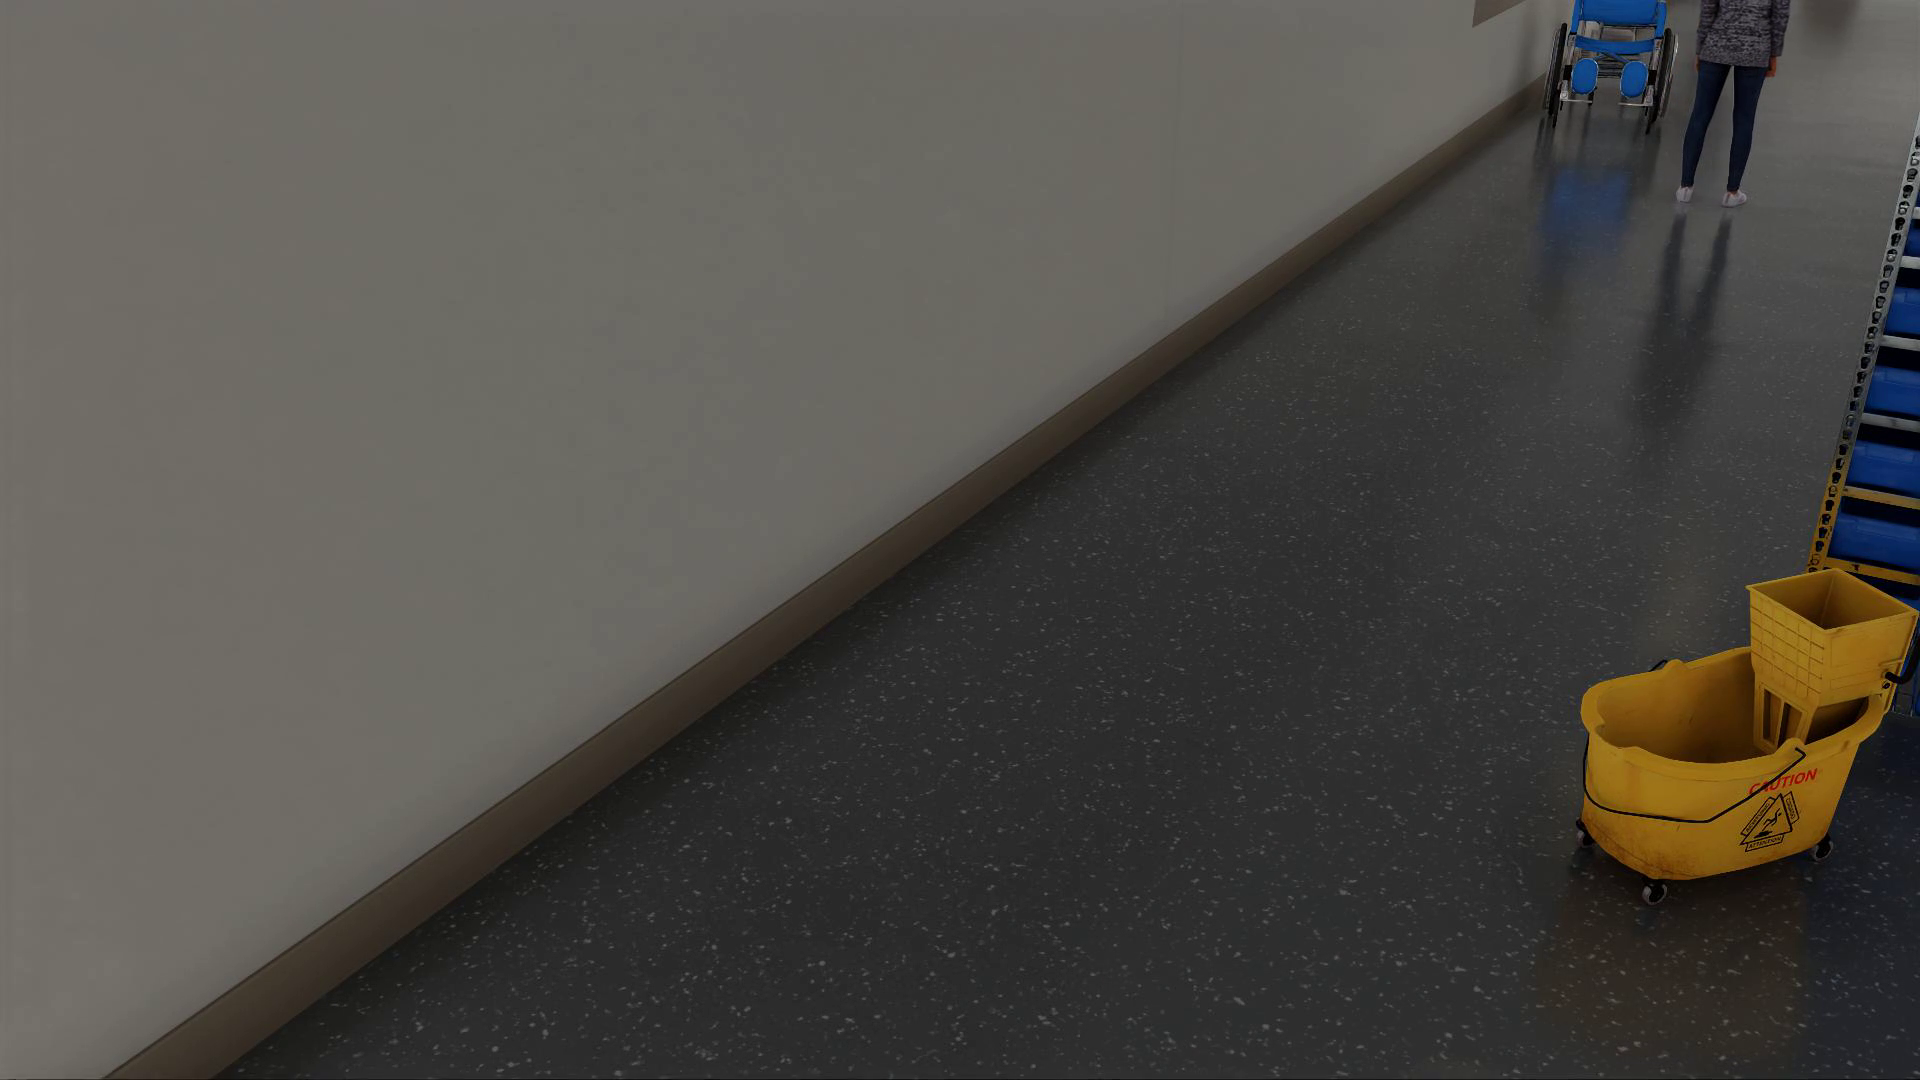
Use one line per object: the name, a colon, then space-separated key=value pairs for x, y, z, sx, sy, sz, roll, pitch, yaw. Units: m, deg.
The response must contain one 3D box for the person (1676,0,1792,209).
person: x=4.399 y=-2.781 z=9.434 sx=0.449 sy=1.733 sz=0.665 roll=15 pitch=29 yaw=28
